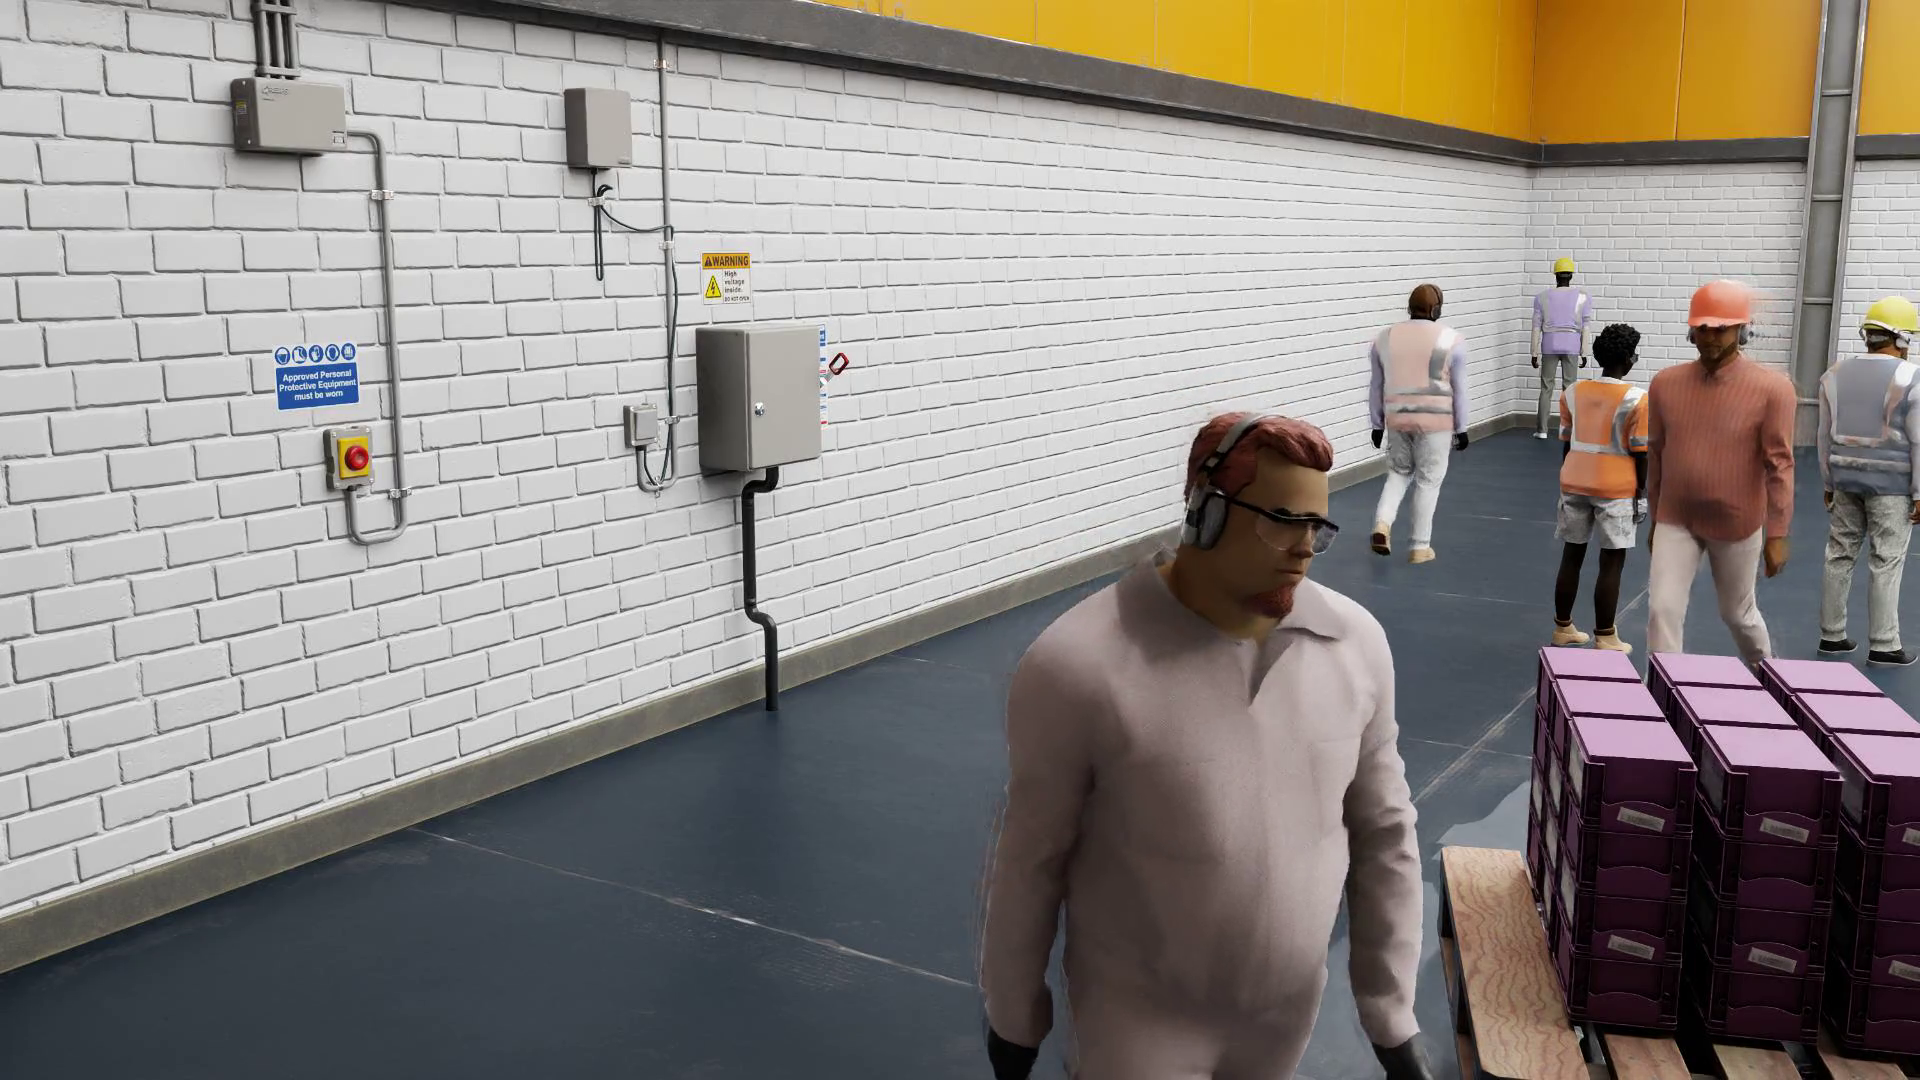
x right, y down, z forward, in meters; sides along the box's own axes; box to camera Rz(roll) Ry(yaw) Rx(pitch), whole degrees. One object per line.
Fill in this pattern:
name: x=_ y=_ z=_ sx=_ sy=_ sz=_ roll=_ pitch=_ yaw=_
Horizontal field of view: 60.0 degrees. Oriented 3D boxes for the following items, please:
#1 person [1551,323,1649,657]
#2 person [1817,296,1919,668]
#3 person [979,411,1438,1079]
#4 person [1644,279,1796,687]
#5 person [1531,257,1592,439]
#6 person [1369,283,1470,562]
person: x=3.250 y=-0.247 z=8.412 sx=0.322 sy=1.689 sz=0.530 roll=-7 pitch=13 yaw=-35
person: x=4.538 y=-0.285 z=8.231 sx=0.404 sy=1.831 sz=0.588 roll=-5 pitch=12 yaw=-27
person: x=0.385 y=0.718 z=2.639 sx=0.644 sy=1.855 sz=0.966 roll=-5 pitch=11 yaw=-24
person: x=3.171 y=-0.107 z=6.929 sx=0.620 sy=1.958 sz=0.955 roll=10 pitch=14 yaw=44
person: x=6.324 y=-2.010 z=17.548 sx=0.587 sy=1.919 sz=0.392 roll=3 pitch=11 yaw=19
person: x=2.975 y=-0.747 z=10.807 sx=0.631 sy=1.824 sz=0.466 roll=8 pitch=13 yaw=38
